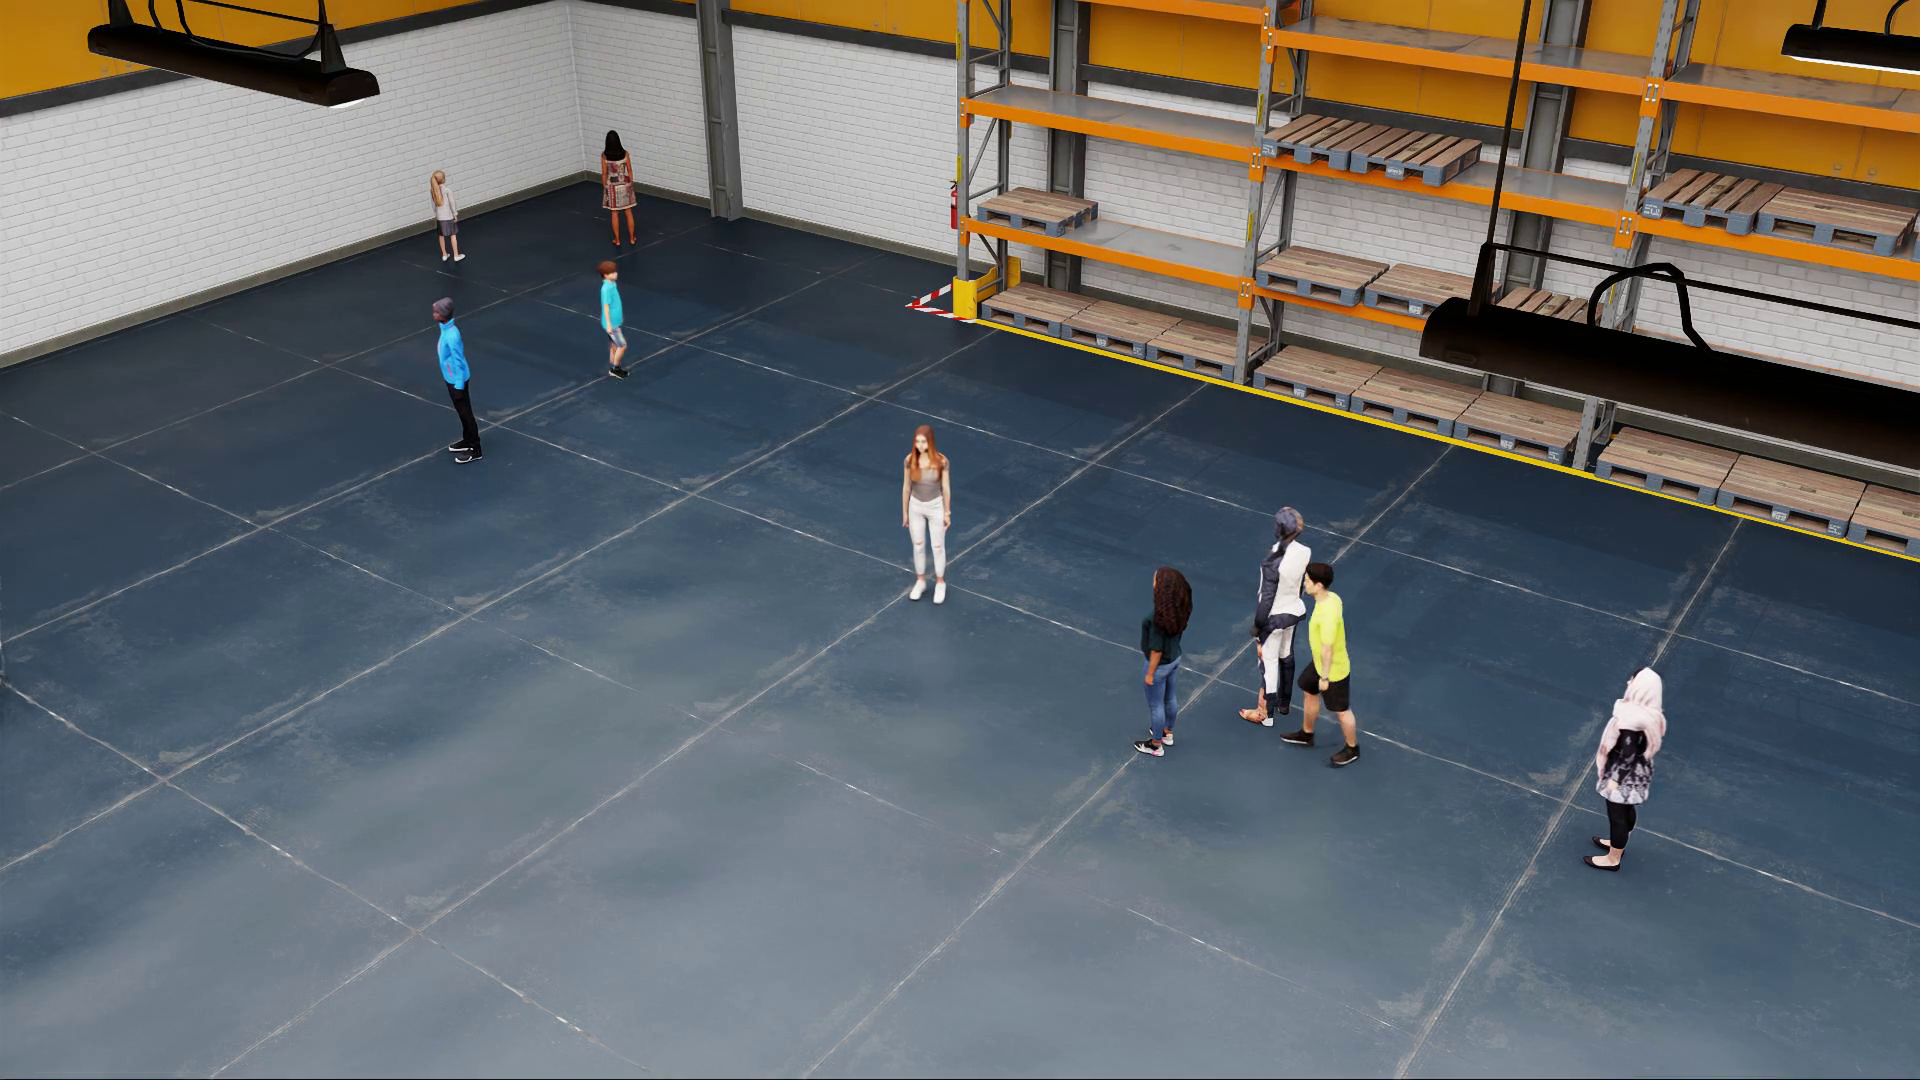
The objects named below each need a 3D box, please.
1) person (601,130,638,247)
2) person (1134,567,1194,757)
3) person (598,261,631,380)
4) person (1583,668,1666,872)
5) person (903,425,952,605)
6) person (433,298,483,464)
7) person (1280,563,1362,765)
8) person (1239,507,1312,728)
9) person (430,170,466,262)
[{"bbox_3d":[-4.905,-5.056,23.845,0.725,1.645,0.744,-10,30,-17],"label":"person"},{"bbox_3d":[1.571,0.933,12.894,0.591,1.616,0.597,20,35,32],"label":"person"},{"bbox_3d":[-4.143,-2.585,19.522,0.658,1.446,0.624,1,29,2],"label":"person"},{"bbox_3d":[4.676,1.599,11.653,0.597,1.636,0.616,18,33,29],"label":"person"},{"bbox_3d":[-0.289,-0.255,14.967,0.595,1.718,0.723,5,29,9],"label":"person"},{"bbox_3d":[-5.294,-1.698,17.533,0.748,1.793,0.631,-14,31,-23],"label":"person"},{"bbox_3d":[2.910,0.955,12.806,0.971,1.662,0.867,0,29,0],"label":"person"},{"bbox_3d":[2.533,0.604,13.208,0.734,1.893,0.671,-23,36,-36],"label":"person"},{"bbox_3d":[-7.221,-4.553,23.309,0.561,1.275,0.649,5,29,10],"label":"person"}]
